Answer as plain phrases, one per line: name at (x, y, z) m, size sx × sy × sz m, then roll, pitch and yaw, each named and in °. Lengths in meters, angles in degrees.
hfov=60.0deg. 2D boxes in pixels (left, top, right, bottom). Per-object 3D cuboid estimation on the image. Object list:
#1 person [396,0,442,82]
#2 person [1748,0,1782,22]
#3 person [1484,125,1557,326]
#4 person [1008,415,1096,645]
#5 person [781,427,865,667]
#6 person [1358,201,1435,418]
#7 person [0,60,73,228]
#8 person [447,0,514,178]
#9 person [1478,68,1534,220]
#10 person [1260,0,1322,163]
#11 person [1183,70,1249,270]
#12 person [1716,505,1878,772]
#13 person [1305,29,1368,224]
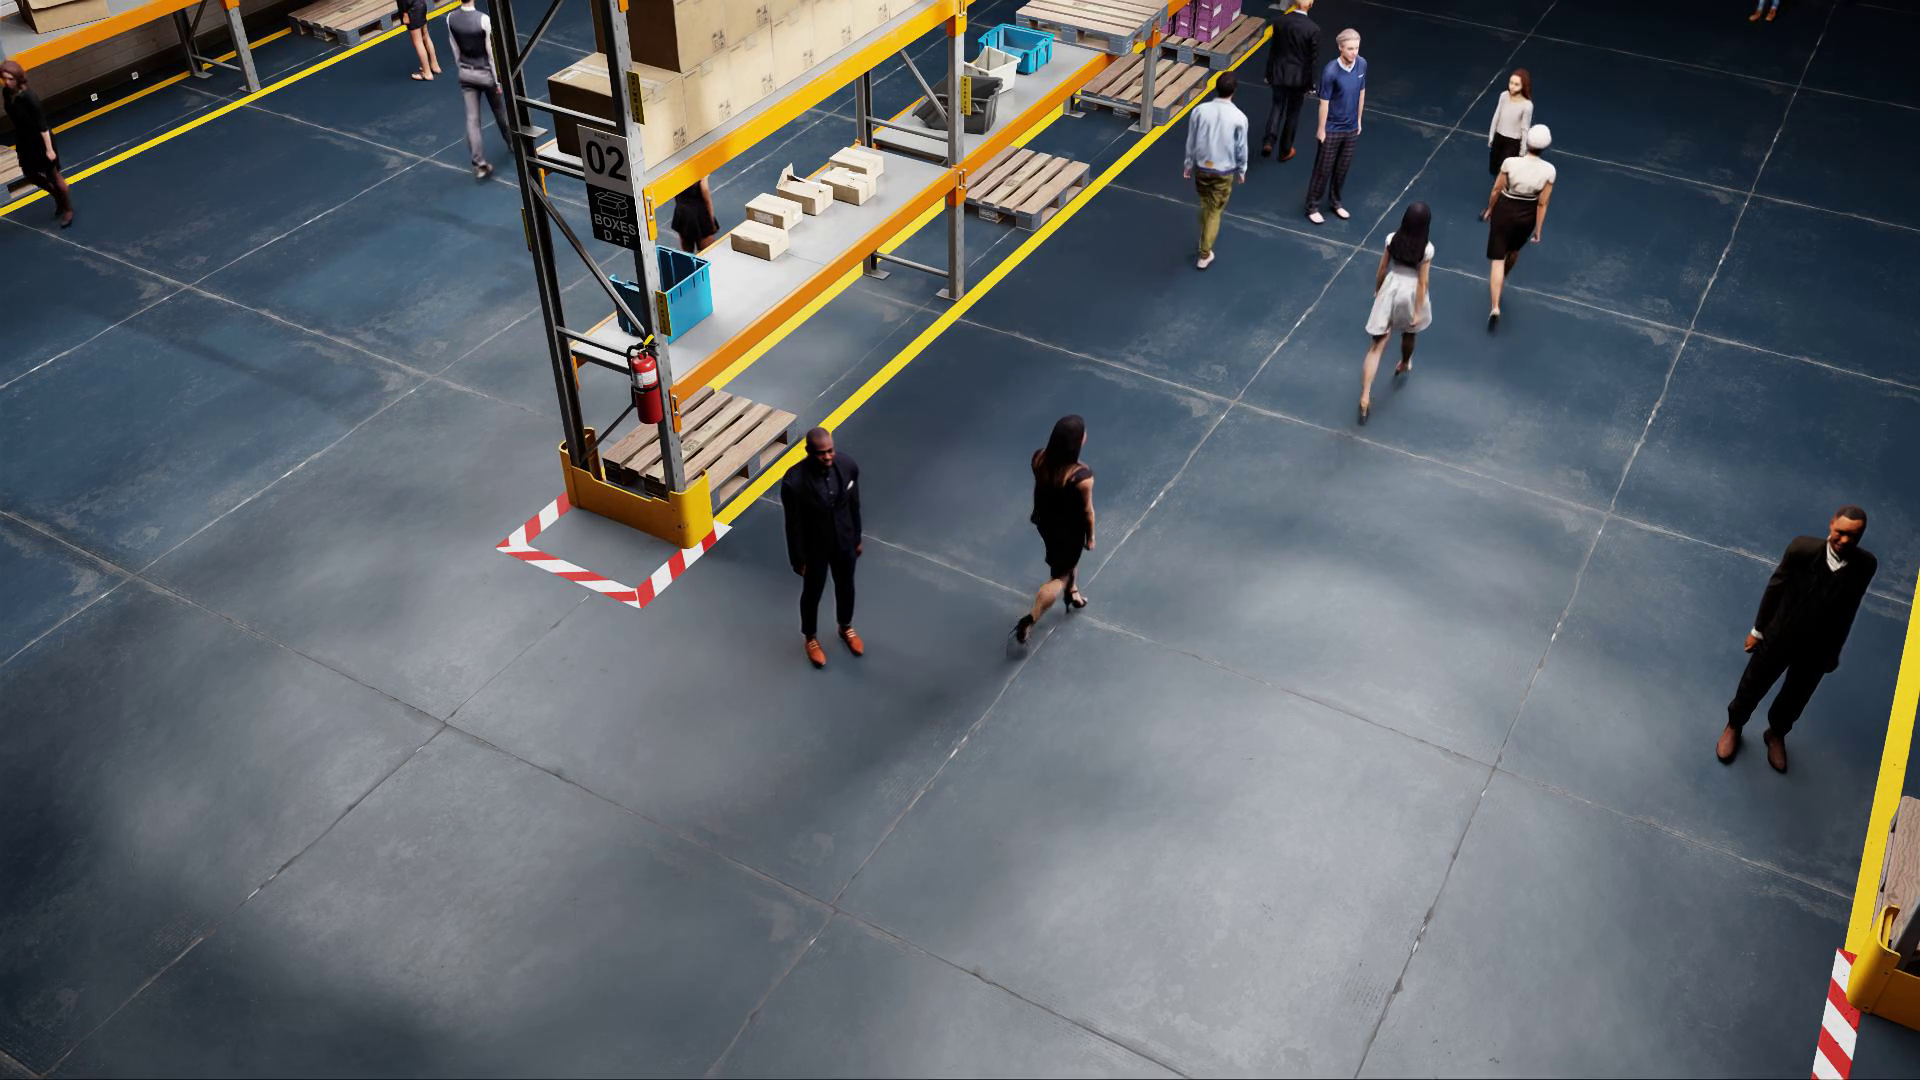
person at (-5.995, -5.844, 18.266) m, size 0.675 × 1.554 × 0.585 m, roll 3°, pitch 39°, yaw 4°
person at (9.727, -6.756, 19.664) m, size 0.577 × 1.236 × 0.728 m, roll 29°, pitch 47°, yaw 31°
person at (4.692, -2.632, 14.122) m, size 0.875 × 1.707 × 1.184 m, roll 7°, pitch 39°, yaw 8°
person at (0.623, -0.033, 10.883) m, size 1.112 × 1.688 × 0.858 m, roll -29°, pitch 47°, yaw -31°
person at (-0.861, 0.014, 10.720) m, size 0.723 × 1.818 × 0.840 m, roll -21°, pitch 43°, yaw -24°
person at (3.392, -1.770, 13.035) m, size 0.632 × 1.716 × 1.189 m, roll 21°, pitch 43°, yaw 24°
person at (-8.554, -3.687, 15.464) m, size 0.677 × 1.682 × 0.677 m, roll 19°, pitch 42°, yaw 22°
person at (-4.757, -4.493, 16.309) m, size 0.973 × 1.885 × 1.307 m, roll 6°, pitch 39°, yaw 8°
person at (5.222, -3.776, 15.742) m, size 0.910 × 1.473 × 0.738 m, roll -30°, pitch 47°, yaw -32°
person at (3.238, -4.557, 16.468) m, size 0.691 × 1.788 × 0.752 m, roll 21°, pitch 43°, yaw 24°
person at (2.247, -3.266, 14.847) m, size 0.732 × 1.793 × 0.846 m, roll 17°, pitch 42°, yaw 20°
person at (5.034, 0.564, 9.962) m, size 0.728 × 1.905 × 0.679 m, roll 12°, pitch 40°, yaw 15°
person at (3.528, -3.882, 15.558) m, size 0.685 × 1.867 × 0.798 m, roll -17°, pitch 42°, yaw -20°
